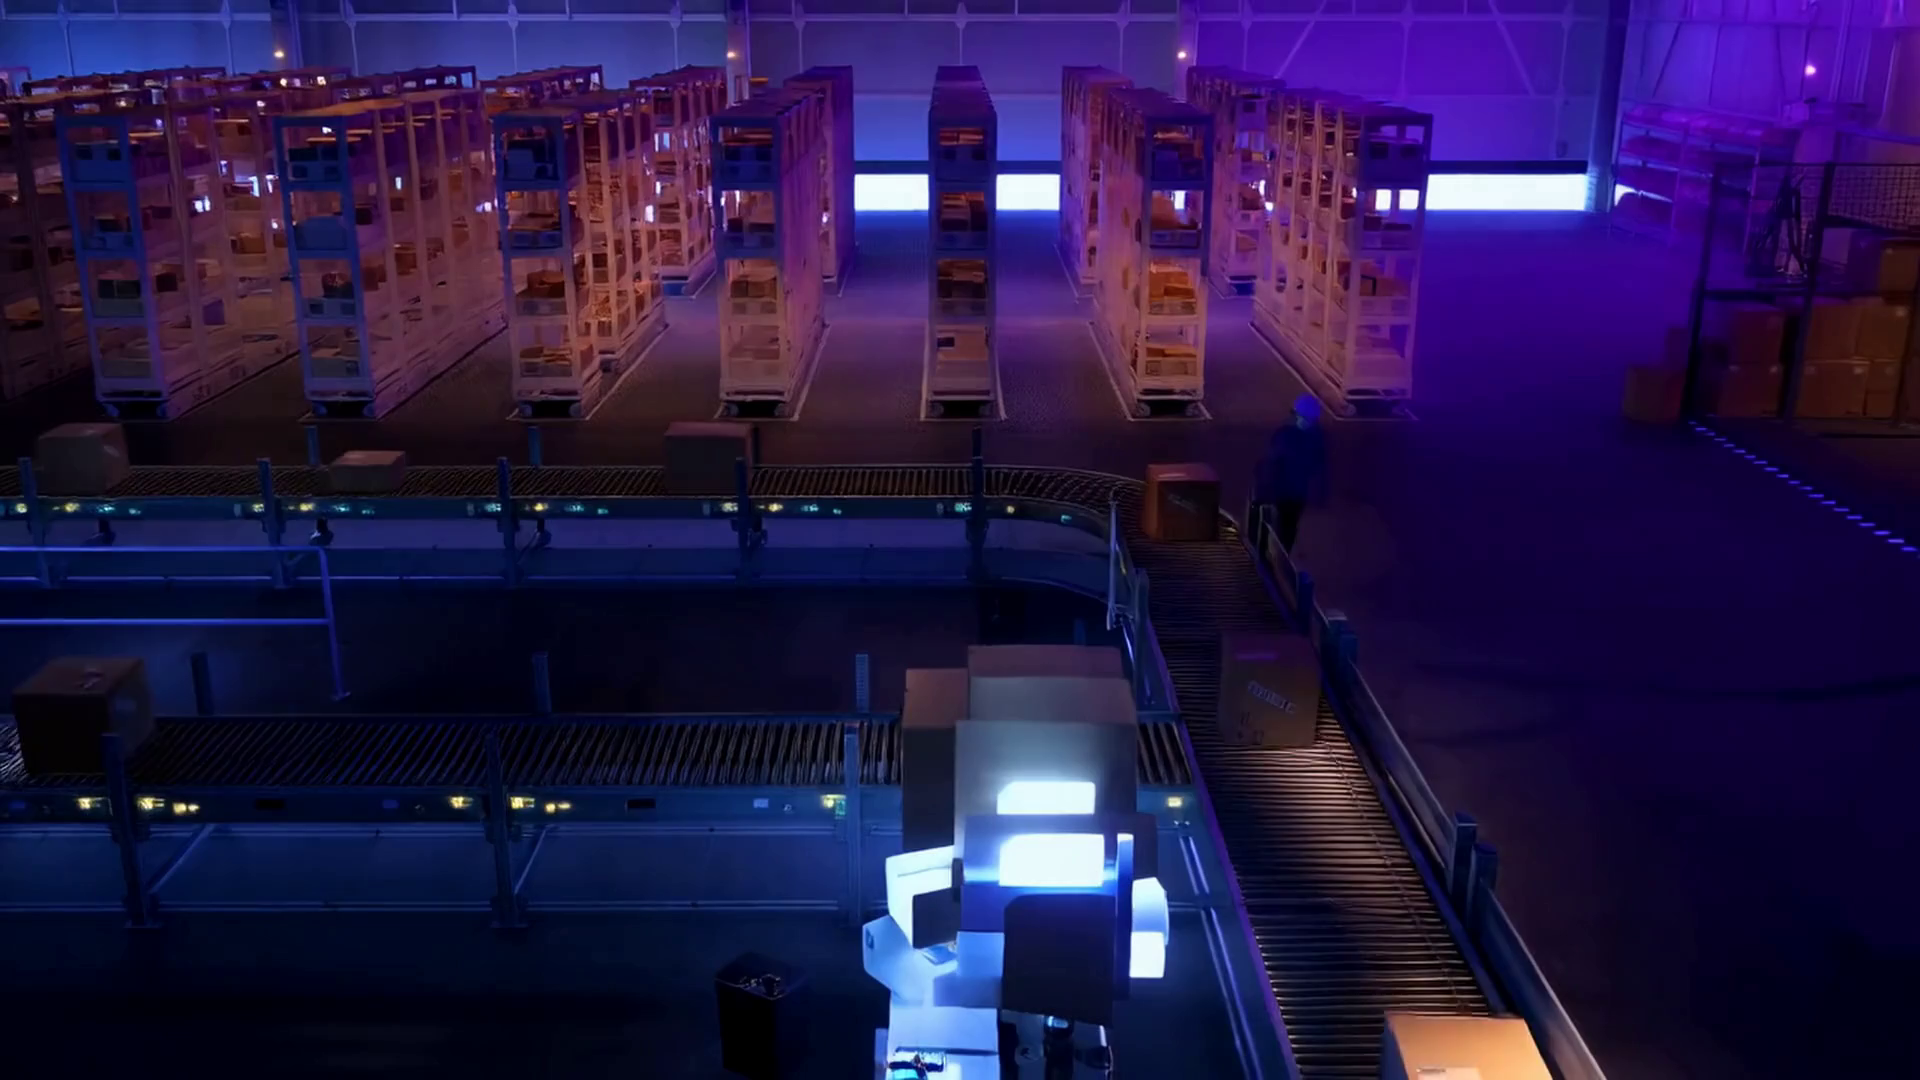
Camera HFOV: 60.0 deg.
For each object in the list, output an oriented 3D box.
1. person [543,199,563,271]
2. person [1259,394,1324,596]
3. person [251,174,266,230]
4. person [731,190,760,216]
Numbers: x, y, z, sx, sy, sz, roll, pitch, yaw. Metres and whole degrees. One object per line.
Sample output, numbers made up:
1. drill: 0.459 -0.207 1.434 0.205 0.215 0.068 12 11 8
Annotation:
1. person: -6.453 -4.580 26.796 0.592 1.822 0.404 -5 19 -16
2. person: 2.838 -0.379 13.983 0.543 1.730 0.722 -10 20 -28
3. person: -14.125 -6.819 33.662 0.374 1.840 0.570 -3 18 -11
4. person: -3.776 -5.601 29.690 0.615 1.976 0.565 -3 18 -8
